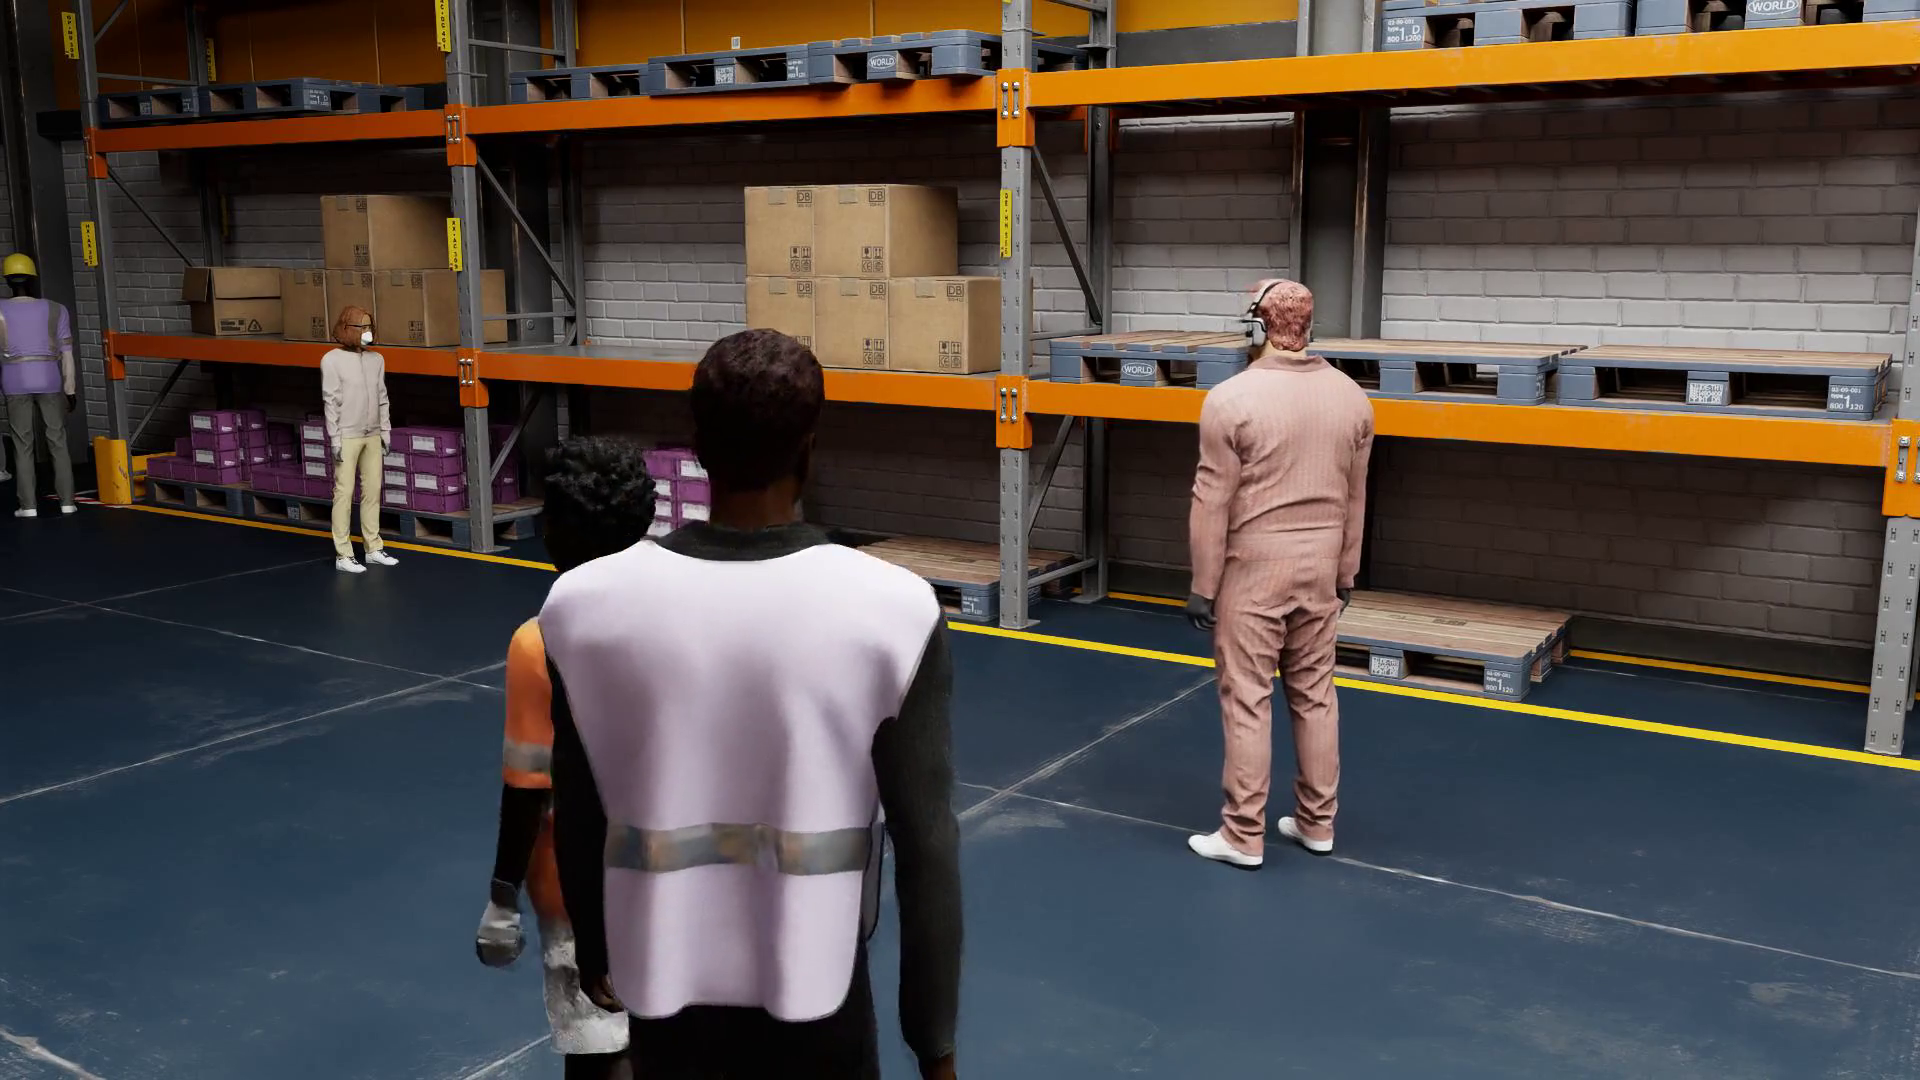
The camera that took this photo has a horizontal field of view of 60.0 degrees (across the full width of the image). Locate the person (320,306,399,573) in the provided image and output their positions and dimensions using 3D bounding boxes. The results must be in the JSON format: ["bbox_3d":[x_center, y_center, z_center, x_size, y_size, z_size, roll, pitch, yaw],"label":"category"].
[{"bbox_3d":[-3.695,-0.620,10.220,0.277,1.629,0.497,5,11,26],"label":"person"}]

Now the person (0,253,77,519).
[{"bbox_3d":[-6.776,-1.114,12.127,0.591,1.923,0.381,-8,13,-37],"label":"person"}]

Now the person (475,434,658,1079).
[{"bbox_3d":[-0.617,0.633,3.158,0.753,1.669,0.534,3,11,17],"label":"person"}]

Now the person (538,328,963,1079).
[{"bbox_3d":[-0.310,0.632,2.538,0.619,1.889,0.738,0,10,-1],"label":"person"}]

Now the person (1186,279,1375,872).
[{"bbox_3d":[1.019,0.109,5.428,0.646,1.901,0.397,-5,11,-26],"label":"person"}]

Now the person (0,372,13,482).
[{"bbox_3d":[-8.255,-1.398,13.851,0.517,1.873,0.334,-5,11,-26],"label":"person"}]
